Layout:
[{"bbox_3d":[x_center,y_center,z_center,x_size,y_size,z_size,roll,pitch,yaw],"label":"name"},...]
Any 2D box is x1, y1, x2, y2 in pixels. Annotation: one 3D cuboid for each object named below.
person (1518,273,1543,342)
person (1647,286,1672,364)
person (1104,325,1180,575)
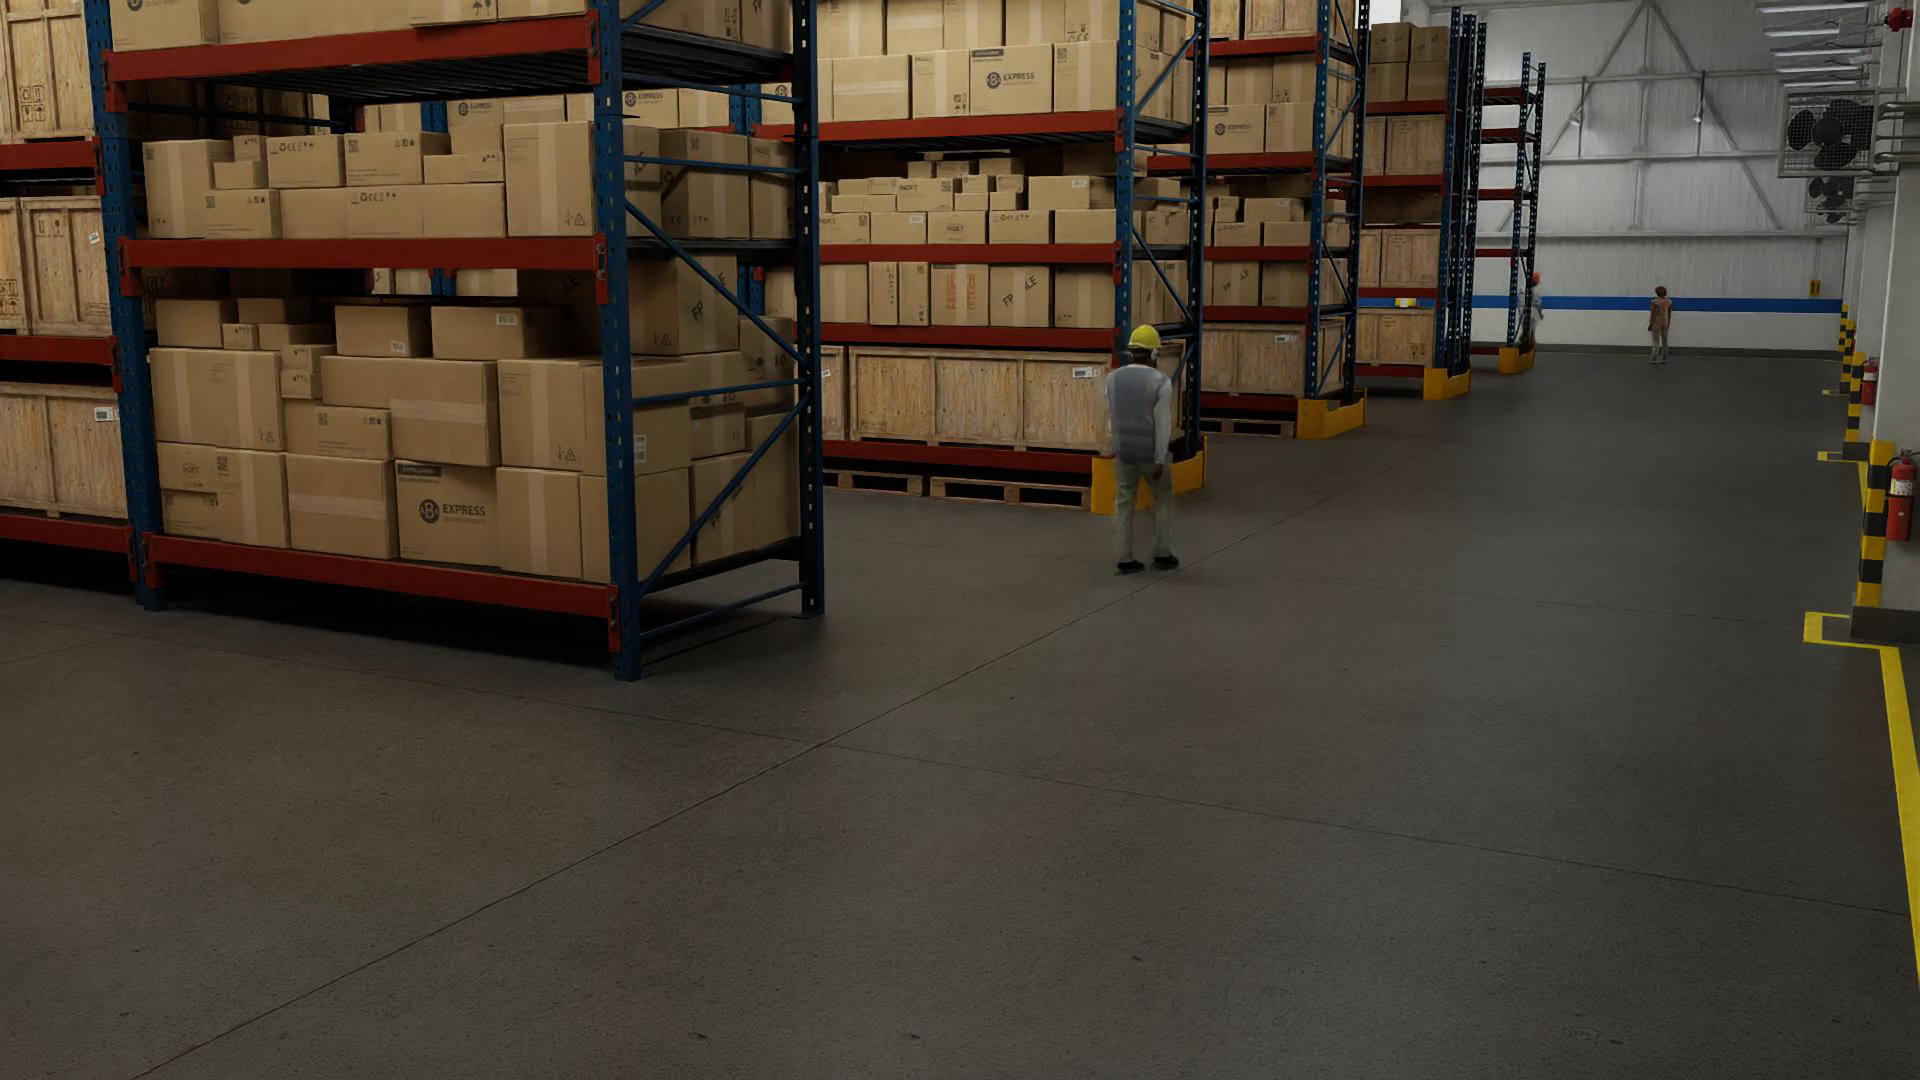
[{"bbox_3d":[12.696,-5.008,37.073,0.467,1.900,0.590,-4,11,-24],"label":"person"},{"bbox_3d":[14.704,-4.510,34.948,0.513,1.640,0.309,-3,10,-16],"label":"person"},{"bbox_3d":[1.359,-0.662,12.169,0.601,1.807,0.690,7,12,36],"label":"person"}]
